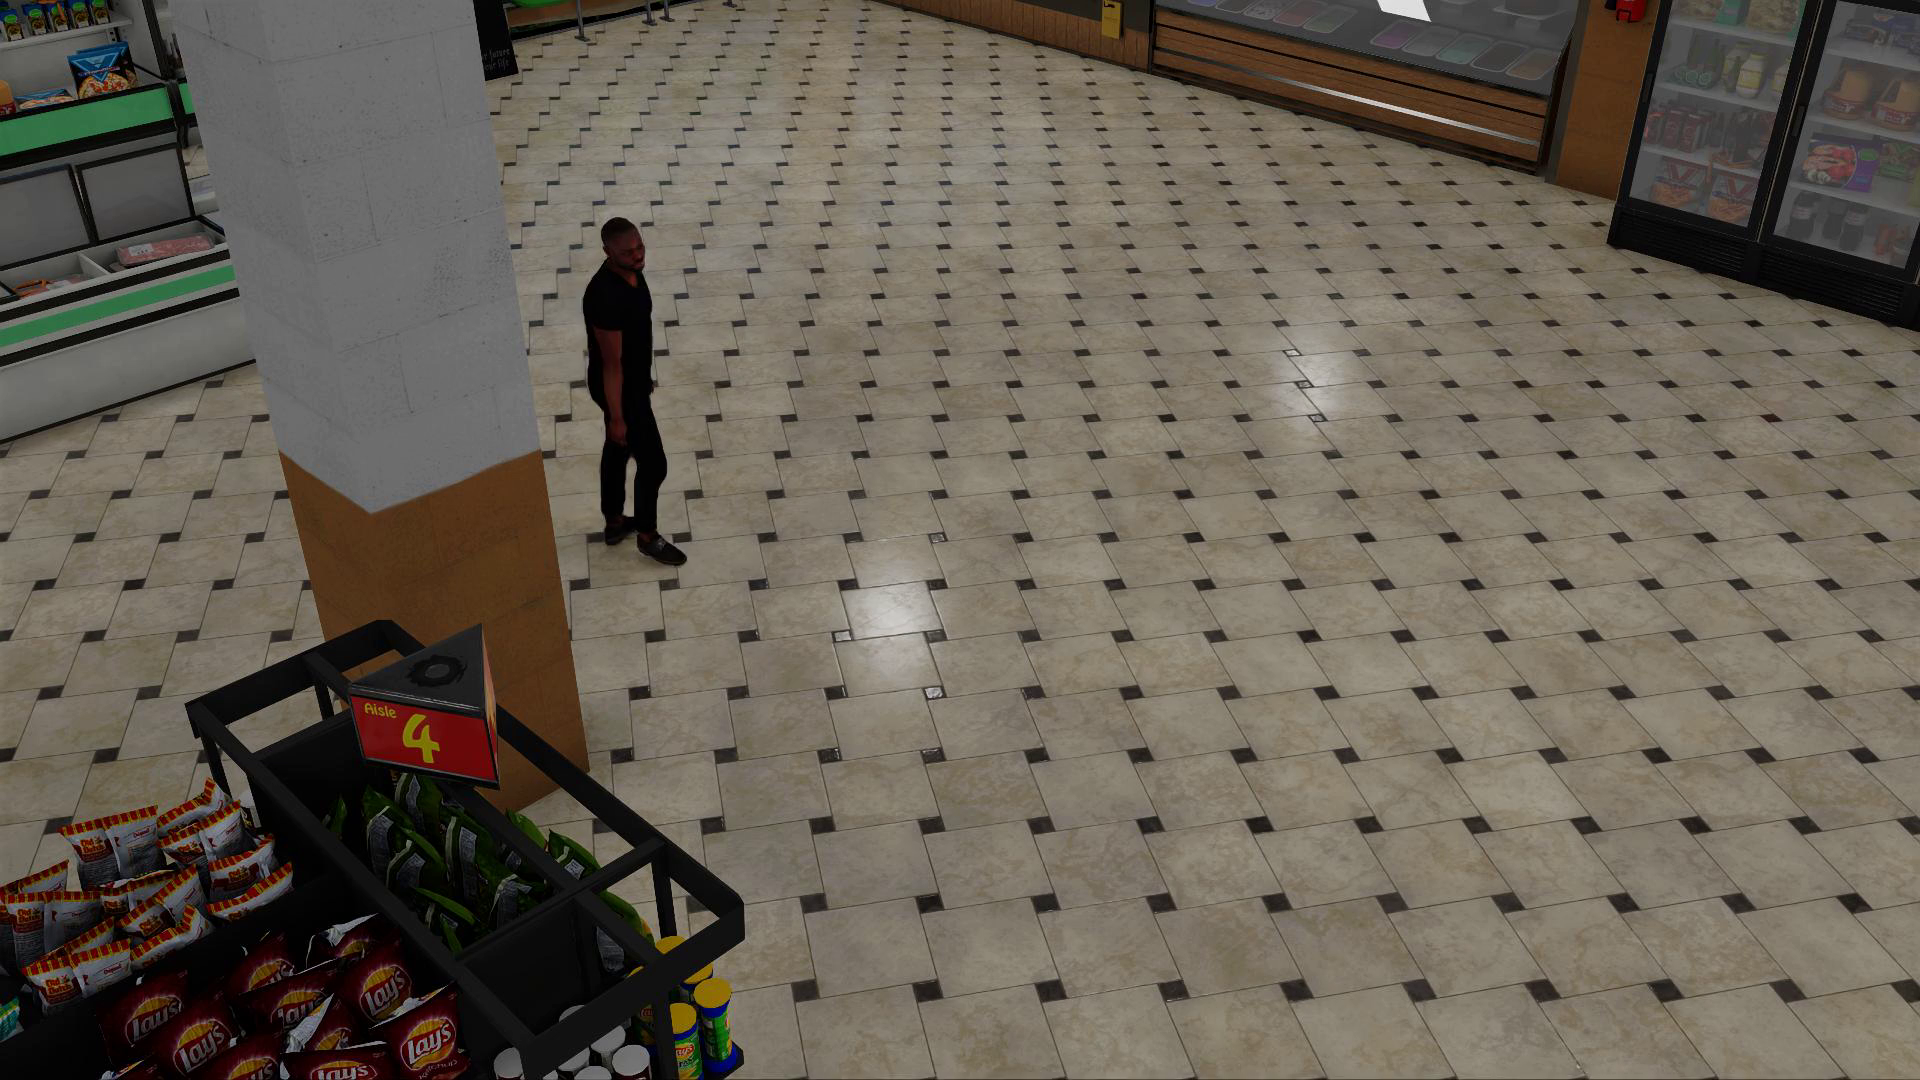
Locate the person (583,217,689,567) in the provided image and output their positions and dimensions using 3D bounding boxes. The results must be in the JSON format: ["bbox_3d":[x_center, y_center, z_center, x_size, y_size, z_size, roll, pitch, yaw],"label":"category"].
[{"bbox_3d":[-1.660,-0.702,8.017,0.961,1.797,0.896,-5,32,-7],"label":"person"}]
